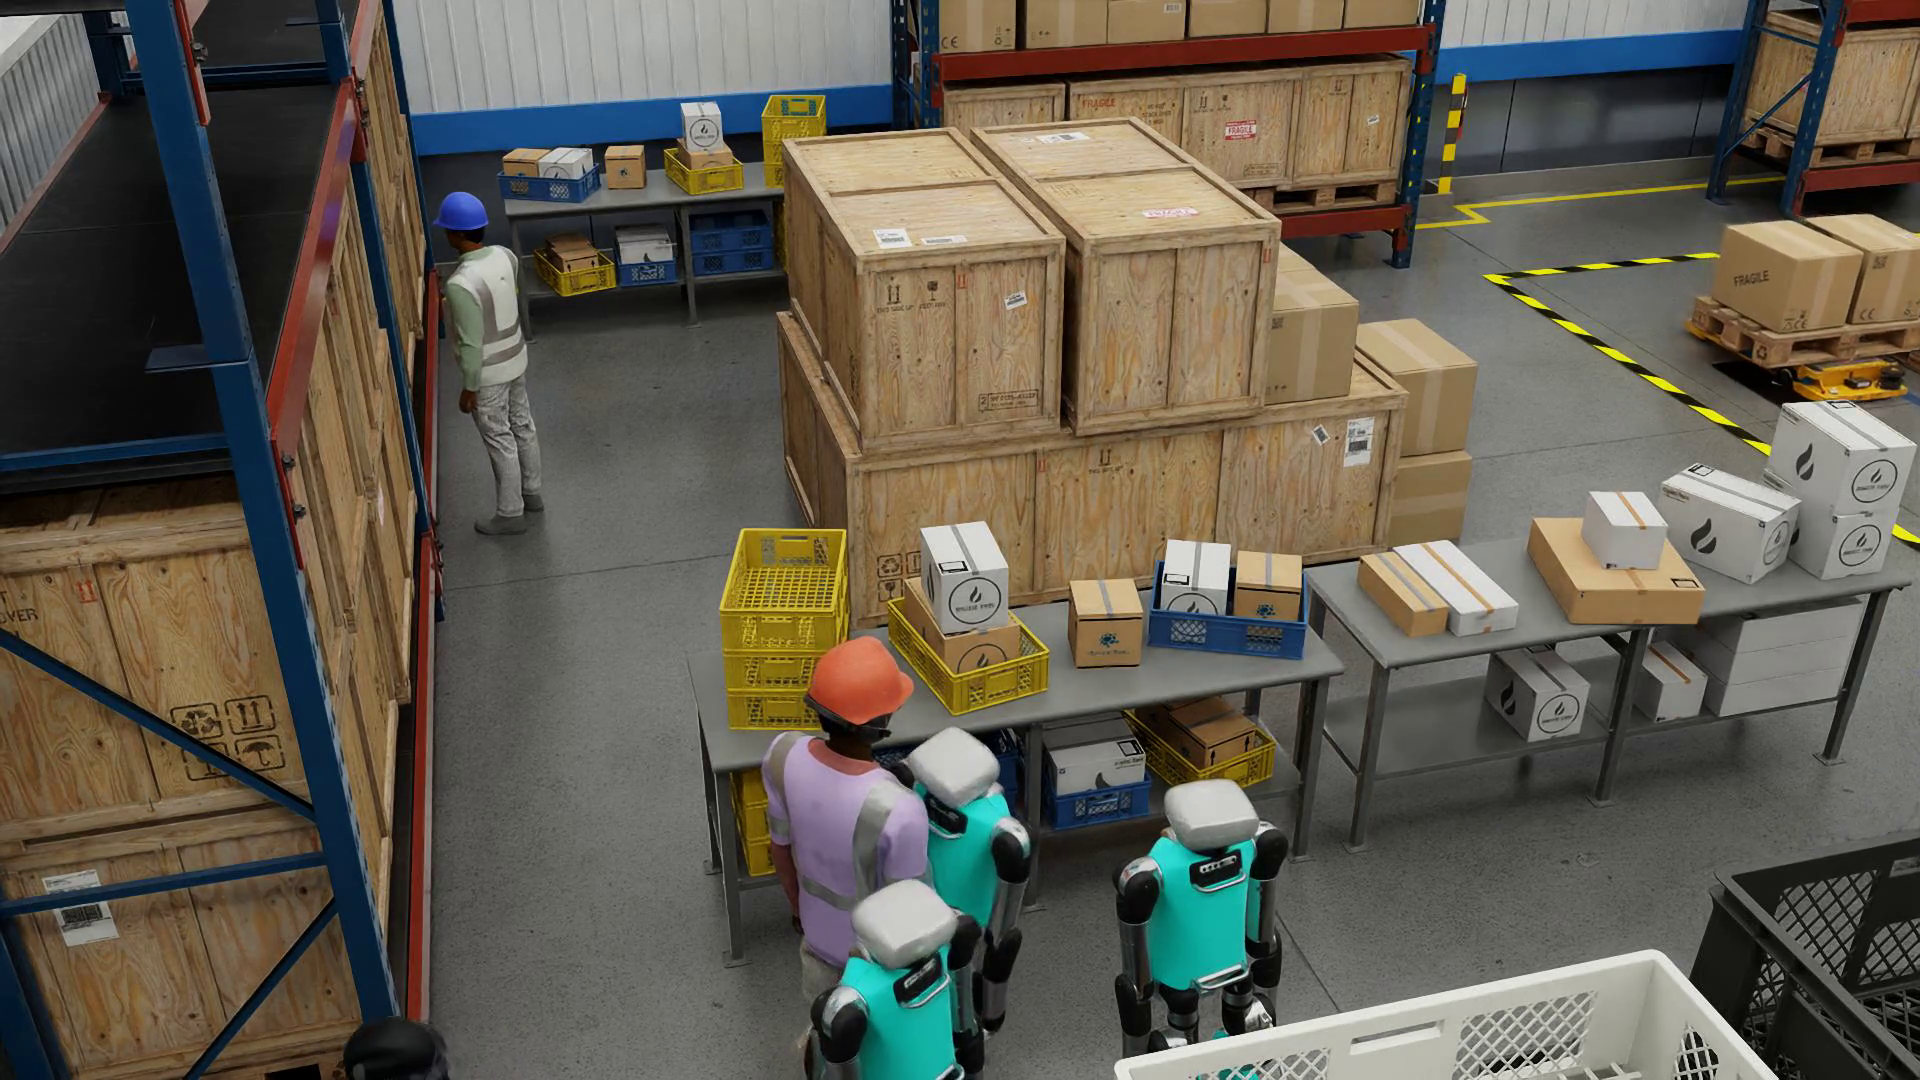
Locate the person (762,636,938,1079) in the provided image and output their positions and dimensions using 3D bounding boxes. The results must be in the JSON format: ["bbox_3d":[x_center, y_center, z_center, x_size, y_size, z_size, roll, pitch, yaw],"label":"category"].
[{"bbox_3d":[-0.298,1.184,5.131,0.609,2.043,0.372,20,35,32],"label":"person"}]

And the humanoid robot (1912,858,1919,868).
[{"bbox_3d":[4.032,0.705,6.385,0.420,1.658,0.589,-1,29,-2],"label":"humanoid robot"}]

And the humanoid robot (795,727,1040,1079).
[{"bbox_3d":[-0.174,1.422,5.030,0.578,1.780,0.891,24,37,37],"label":"humanoid robot"}]

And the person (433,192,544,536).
[{"bbox_3d":[-2.571,-0.951,9.102,0.390,1.949,0.602,6,29,11],"label":"person"}]

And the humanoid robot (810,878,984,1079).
[{"bbox_3d":[0.012,1.718,4.410,0.702,1.732,0.534,23,36,35],"label":"humanoid robot"}]

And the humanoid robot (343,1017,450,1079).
[{"bbox_3d":[-1.321,1.851,4.297,0.362,1.643,0.586,-3,29,-6],"label":"humanoid robot"}]

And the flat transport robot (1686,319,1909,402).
[{"bbox_3d":[5.762,-1.319,11.482,0.652,0.197,1.431,-7,30,-13],"label":"flat transport robot"}]

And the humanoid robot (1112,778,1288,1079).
[{"bbox_3d":[0.778,1.534,4.712,0.530,1.690,0.749,-13,31,-22],"label":"humanoid robot"}]
